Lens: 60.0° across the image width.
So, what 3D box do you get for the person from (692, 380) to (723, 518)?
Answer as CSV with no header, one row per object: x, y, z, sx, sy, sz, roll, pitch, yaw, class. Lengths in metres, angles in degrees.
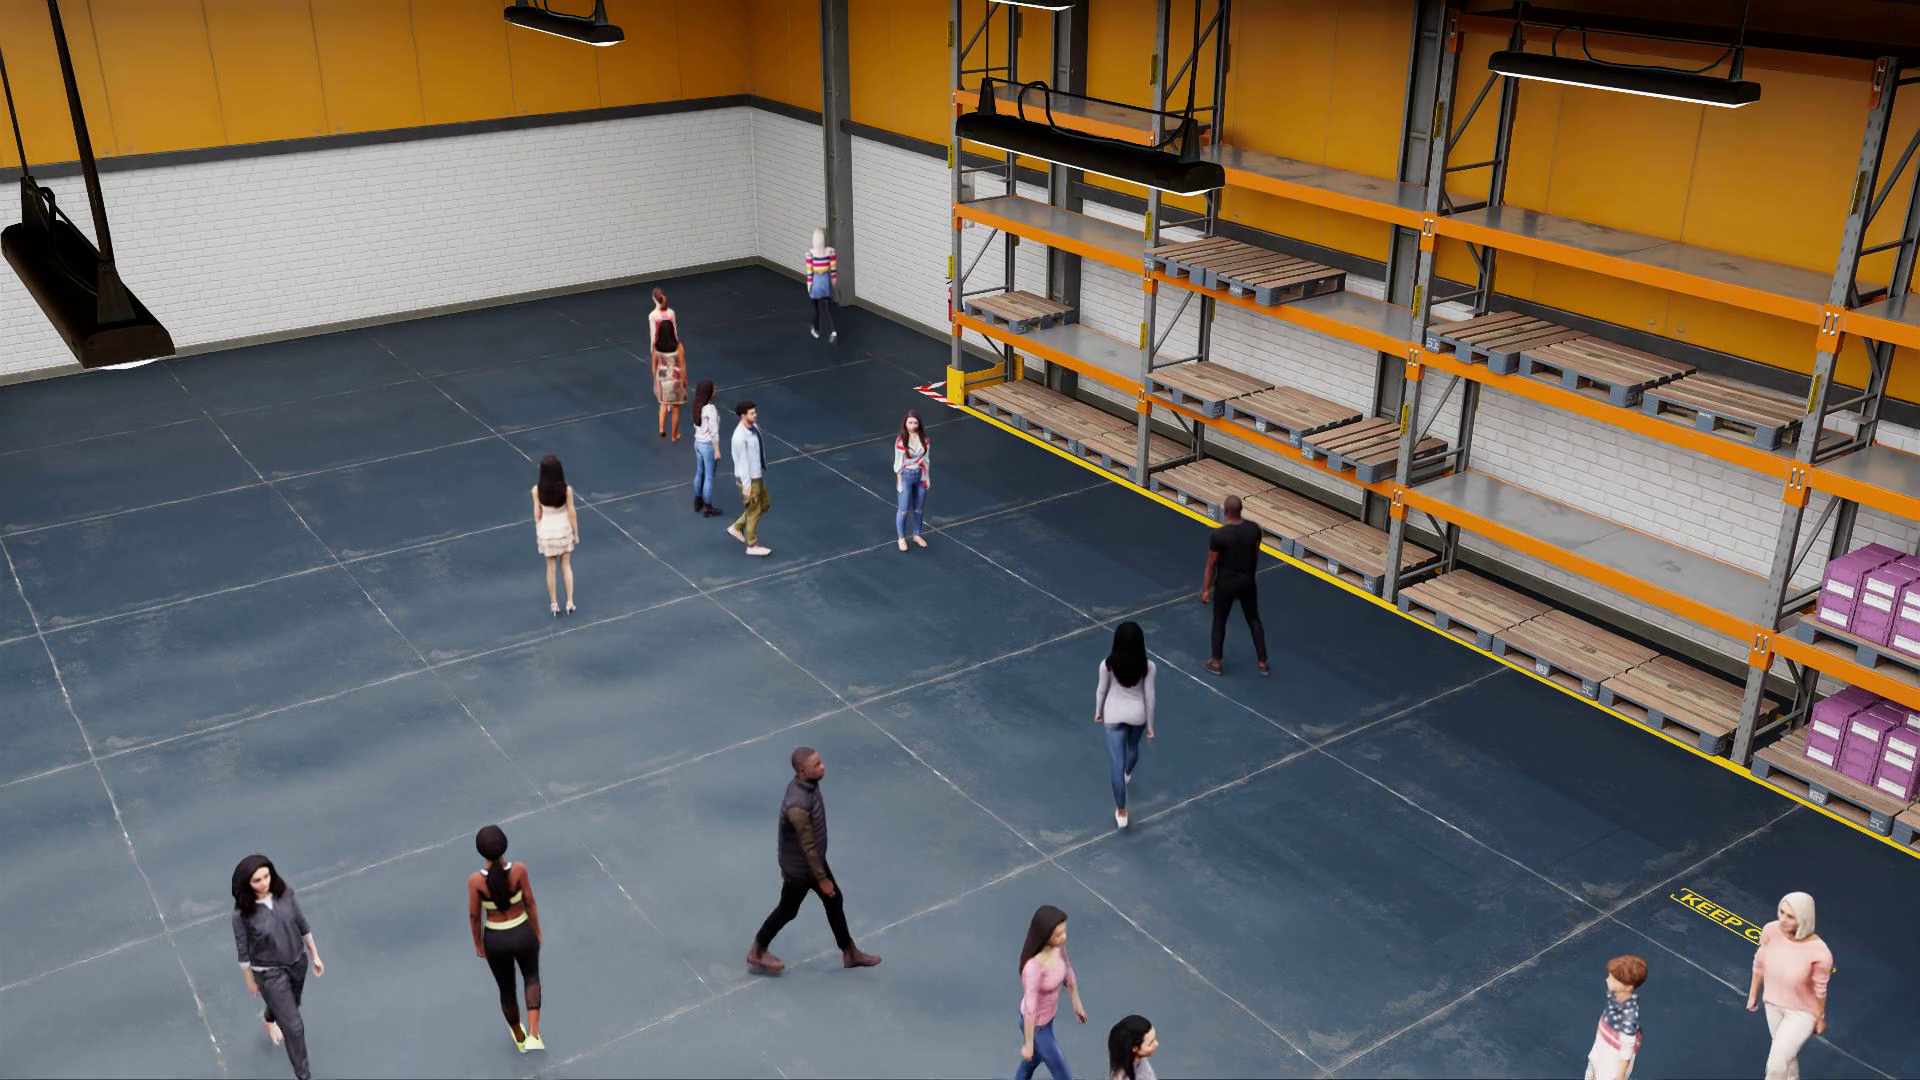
-2.986,-1.086,19.485,0.661,1.625,0.479,-16,29,-33,person

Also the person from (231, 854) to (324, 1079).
-4.399,2.721,10.655,1.205,1.722,0.852,16,28,32,person

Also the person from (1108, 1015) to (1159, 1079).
0.841,3.329,9.269,0.862,1.718,0.809,6,24,14,person

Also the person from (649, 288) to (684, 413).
-4.012,-2.578,22.749,0.583,1.744,0.741,-13,27,-28,person

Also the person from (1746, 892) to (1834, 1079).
5.200,2.892,10.337,0.722,1.664,1.025,-13,27,-27,person

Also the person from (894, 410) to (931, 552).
-0.538,-0.685,18.585,0.617,1.612,0.555,-11,26,-23,person

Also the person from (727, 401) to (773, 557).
-2.389,-0.684,18.349,0.955,1.798,0.895,4,24,9,person

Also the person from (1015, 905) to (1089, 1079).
0.417,2.929,10.179,0.972,1.722,0.853,8,25,17,person

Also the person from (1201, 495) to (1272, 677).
2.588,0.445,15.758,0.990,1.804,0.954,-5,24,-12,person

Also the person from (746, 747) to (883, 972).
-1.169,2.276,11.588,1.270,1.790,1.221,3,24,8,person

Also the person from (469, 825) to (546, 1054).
-2.906,2.656,10.773,0.686,1.747,0.799,-8,25,-18,person

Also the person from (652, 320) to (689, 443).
-3.805,-2.043,21.657,0.809,1.638,0.869,4,24,9,person

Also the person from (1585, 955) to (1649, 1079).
4.016,3.134,10.080,0.849,1.425,0.803,3,24,7,person

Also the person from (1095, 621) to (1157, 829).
1.335,1.519,13.448,1.067,1.687,1.217,1,24,2,person

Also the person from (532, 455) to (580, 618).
-4.129,-0.036,16.946,0.653,1.735,0.660,-3,24,-7,person

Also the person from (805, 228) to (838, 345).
-2.115,-3.912,25.758,0.814,1.779,1.164,-10,25,-21,person
